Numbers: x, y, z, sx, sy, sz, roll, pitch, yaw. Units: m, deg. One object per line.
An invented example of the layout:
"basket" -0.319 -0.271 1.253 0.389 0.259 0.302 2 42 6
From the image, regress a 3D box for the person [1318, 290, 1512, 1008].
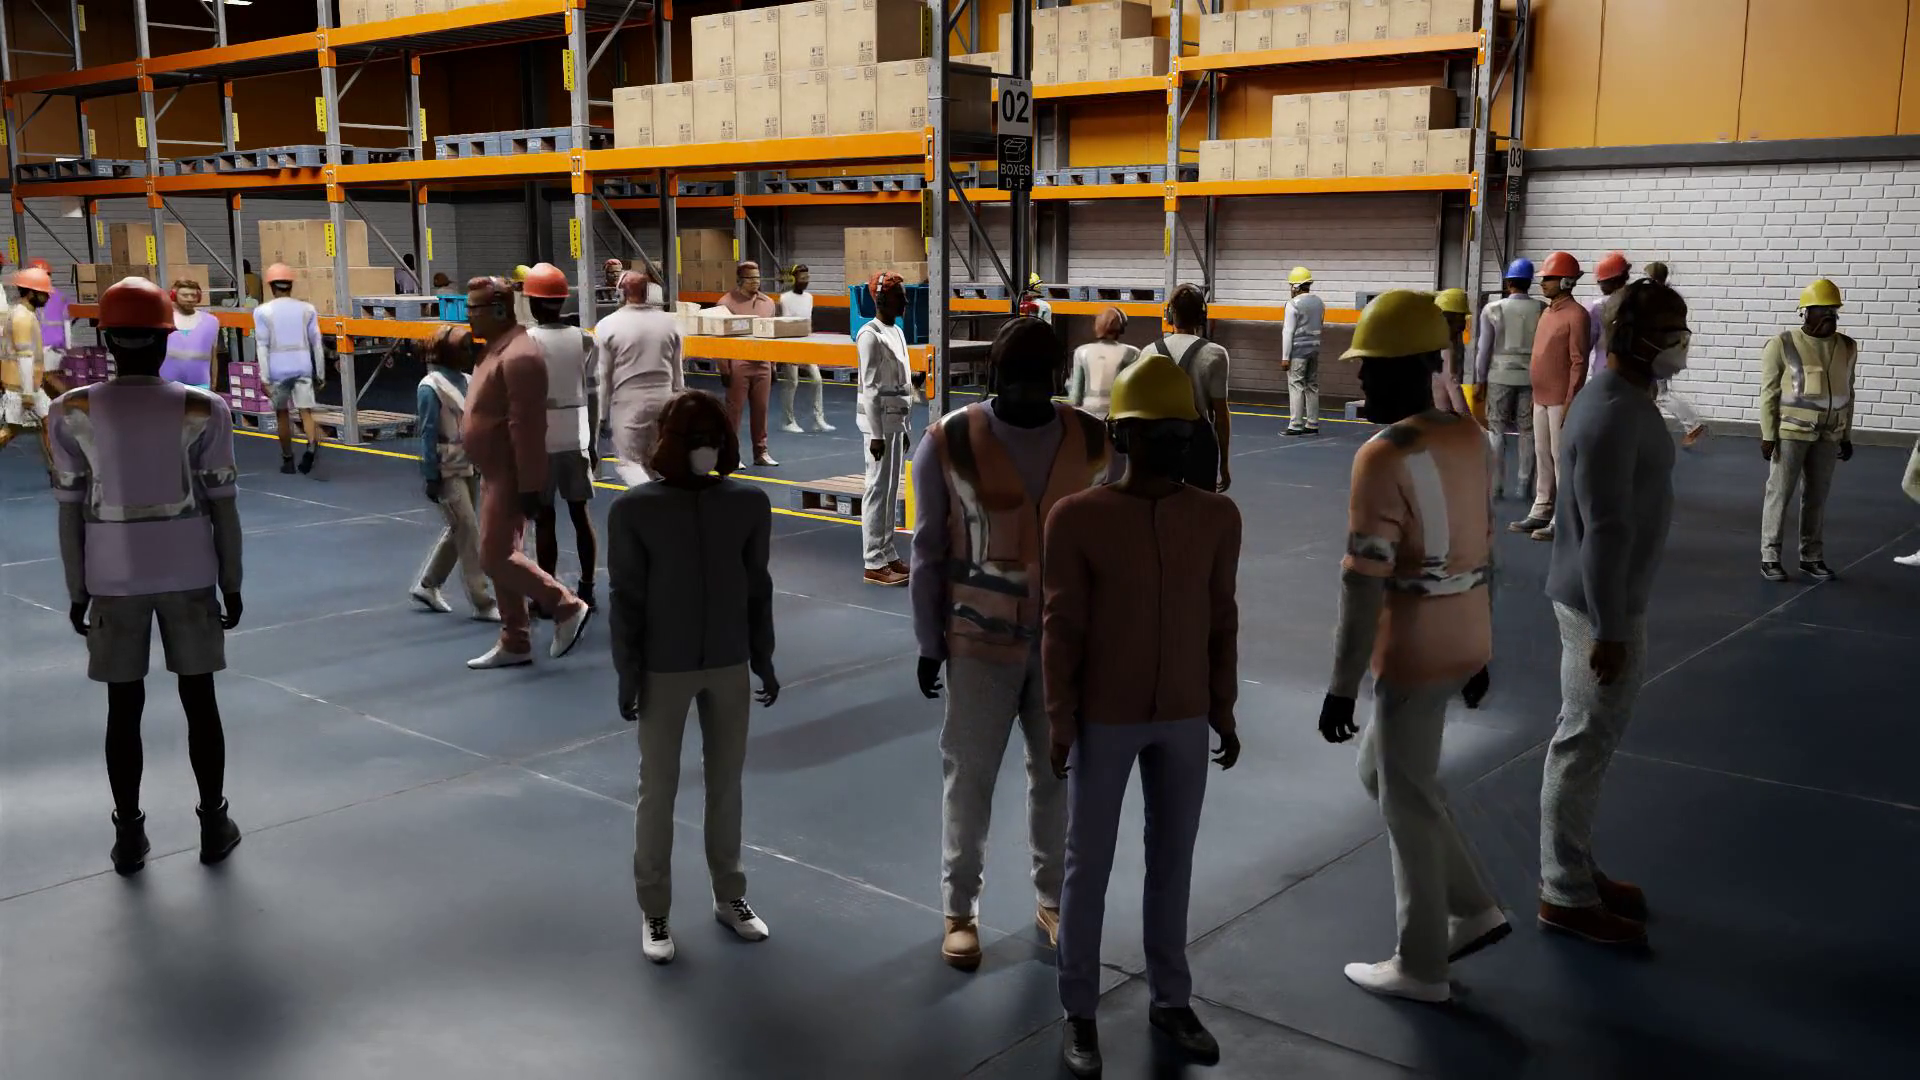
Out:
"person" 1.189 0.300 4.444 0.447 1.910 0.602 7 12 36

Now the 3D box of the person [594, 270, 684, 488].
"person" -2.145 -0.886 11.302 0.656 1.884 0.783 -8 12 -37

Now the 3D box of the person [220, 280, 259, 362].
"person" -9.628 -2.698 22.293 0.497 1.636 0.284 -5 11 -28

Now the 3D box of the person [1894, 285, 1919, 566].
"person" 6.173 -0.703 10.375 0.561 1.844 0.503 -6 11 -29

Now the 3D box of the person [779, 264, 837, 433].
"person" -1.678 -2.062 18.079 0.729 1.848 0.525 9 14 42

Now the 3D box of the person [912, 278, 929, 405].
"person" -0.425 -2.518 21.185 0.536 1.668 0.814 -9 14 -43

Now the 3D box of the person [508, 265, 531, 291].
"person" -4.817 -2.141 18.573 0.404 1.827 0.600 -7 12 -35

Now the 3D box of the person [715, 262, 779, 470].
"person" -1.934 -1.593 15.274 0.637 1.899 0.395 -9 13 -40

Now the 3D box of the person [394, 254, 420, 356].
"person" -10.344 -4.427 31.350 0.589 1.915 0.399 -3 10 -15

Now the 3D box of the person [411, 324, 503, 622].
"person" -2.753 -0.365 9.071 0.689 1.618 0.530 2 10 13

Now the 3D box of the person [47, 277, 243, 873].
"person" -2.636 0.115 5.450 0.540 1.931 0.382 -4 11 -23

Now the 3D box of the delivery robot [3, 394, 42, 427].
"delivery robot" -10.227 -1.482 18.180 0.477 0.478 0.707 -7 12 -36

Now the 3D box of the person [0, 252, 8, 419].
"person" -11.480 -2.468 19.825 0.390 2.040 0.614 -2 10 -12

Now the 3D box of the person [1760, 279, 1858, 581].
"person" 5.173 -0.664 10.141 0.591 1.837 0.403 -1 10 -5

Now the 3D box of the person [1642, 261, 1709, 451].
"person" 7.060 -1.846 16.696 0.931 1.911 0.624 6 11 29

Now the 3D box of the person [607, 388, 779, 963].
"person" -0.759 0.378 4.787 0.497 1.634 0.287 -6 11 -30

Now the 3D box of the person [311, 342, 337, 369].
"person" -10.707 -3.895 27.955 0.684 2.000 0.538 4 11 22

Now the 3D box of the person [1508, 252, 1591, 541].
"person" 4.137 -0.996 11.580 0.377 1.995 0.608 -1 10 -7

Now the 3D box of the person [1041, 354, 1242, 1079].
"person" 0.450 0.432 4.095 0.525 1.772 0.302 -3 10 -18

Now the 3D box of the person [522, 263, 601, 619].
"person" -2.226 -0.536 9.112 0.544 1.943 0.347 -9 13 -41

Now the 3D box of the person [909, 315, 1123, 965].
"person" 0.174 0.288 4.714 0.633 1.839 0.429 -2 10 -13

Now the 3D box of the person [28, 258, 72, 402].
"person" -10.509 -2.299 19.253 0.830 1.913 0.548 4 11 23

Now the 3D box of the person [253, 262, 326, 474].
"person" -5.899 -1.498 14.719 0.576 1.905 0.775 -6 12 -33

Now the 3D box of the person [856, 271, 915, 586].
"person" -0.439 -0.671 10.054 0.356 1.883 0.574 2 10 13

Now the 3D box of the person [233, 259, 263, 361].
"person" -12.411 -3.971 28.996 0.428 1.838 0.633 5 11 24

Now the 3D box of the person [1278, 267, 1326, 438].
"person" 3.655 -2.008 17.847 0.591 1.823 0.405 -9 13 -41

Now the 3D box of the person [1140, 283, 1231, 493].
"person" 1.182 -0.421 8.746 0.504 1.841 0.344 5 11 27

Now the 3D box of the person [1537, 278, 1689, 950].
"person" 1.910 0.206 4.903 0.350 1.936 0.635 4 11 22

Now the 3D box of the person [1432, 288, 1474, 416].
"person" 3.204 -0.769 10.960 0.374 1.762 0.540 2 10 10

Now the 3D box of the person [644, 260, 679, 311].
"person" -3.226 -1.925 17.164 0.686 1.897 0.441 0 10 0

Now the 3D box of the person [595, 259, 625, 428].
"person" -3.718 -2.079 18.003 0.650 1.906 0.401 -6 12 -30

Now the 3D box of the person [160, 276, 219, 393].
"person" -6.518 -1.314 13.976 0.589 1.802 0.958 -6 11 -29

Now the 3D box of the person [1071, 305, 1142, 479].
"person" 1.010 -0.794 11.464 0.518 1.629 0.413 4 11 22

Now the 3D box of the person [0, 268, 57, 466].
"person" -7.829 -1.313 13.775 0.952 1.880 0.590 -4 11 -22

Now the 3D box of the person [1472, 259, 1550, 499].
"person" 4.479 -1.286 13.450 0.643 1.938 0.489 1 10 6

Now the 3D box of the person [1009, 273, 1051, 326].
"person" 0.802 -2.138 18.797 0.483 1.745 0.301 2 10 9

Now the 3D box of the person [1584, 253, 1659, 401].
"person" 5.356 -1.331 13.558 0.654 1.990 0.716 0 10 -1

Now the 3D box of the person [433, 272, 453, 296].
"person" -8.615 -3.691 27.991 0.435 1.613 0.511 2 10 11

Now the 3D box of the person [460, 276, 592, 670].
"person" -2.122 -0.307 7.943 0.500 1.890 0.664 -5 11 -26
